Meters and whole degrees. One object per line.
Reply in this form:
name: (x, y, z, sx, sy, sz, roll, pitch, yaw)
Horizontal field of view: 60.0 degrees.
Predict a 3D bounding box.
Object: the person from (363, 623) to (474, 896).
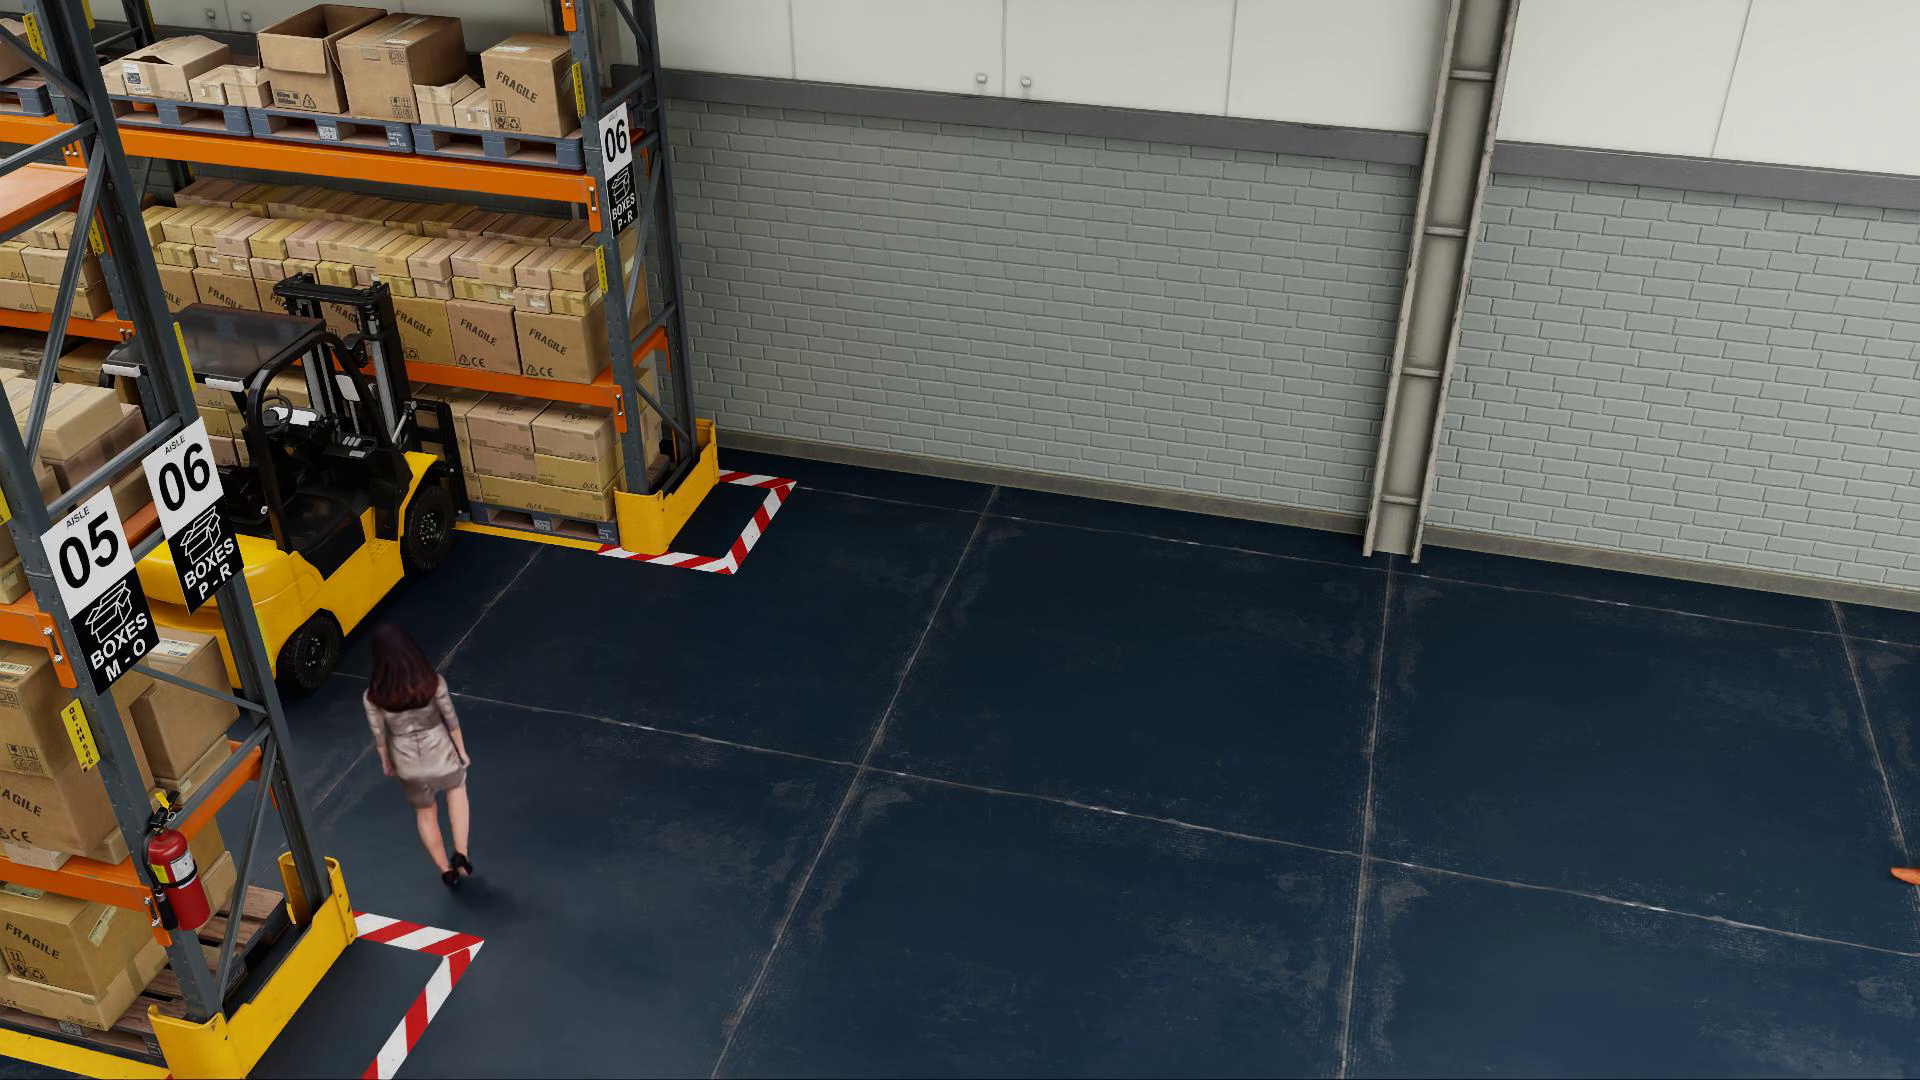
person: (-2.817, 1.228, 8.765, 0.682, 1.728, 0.775, -9, 34, -13)
